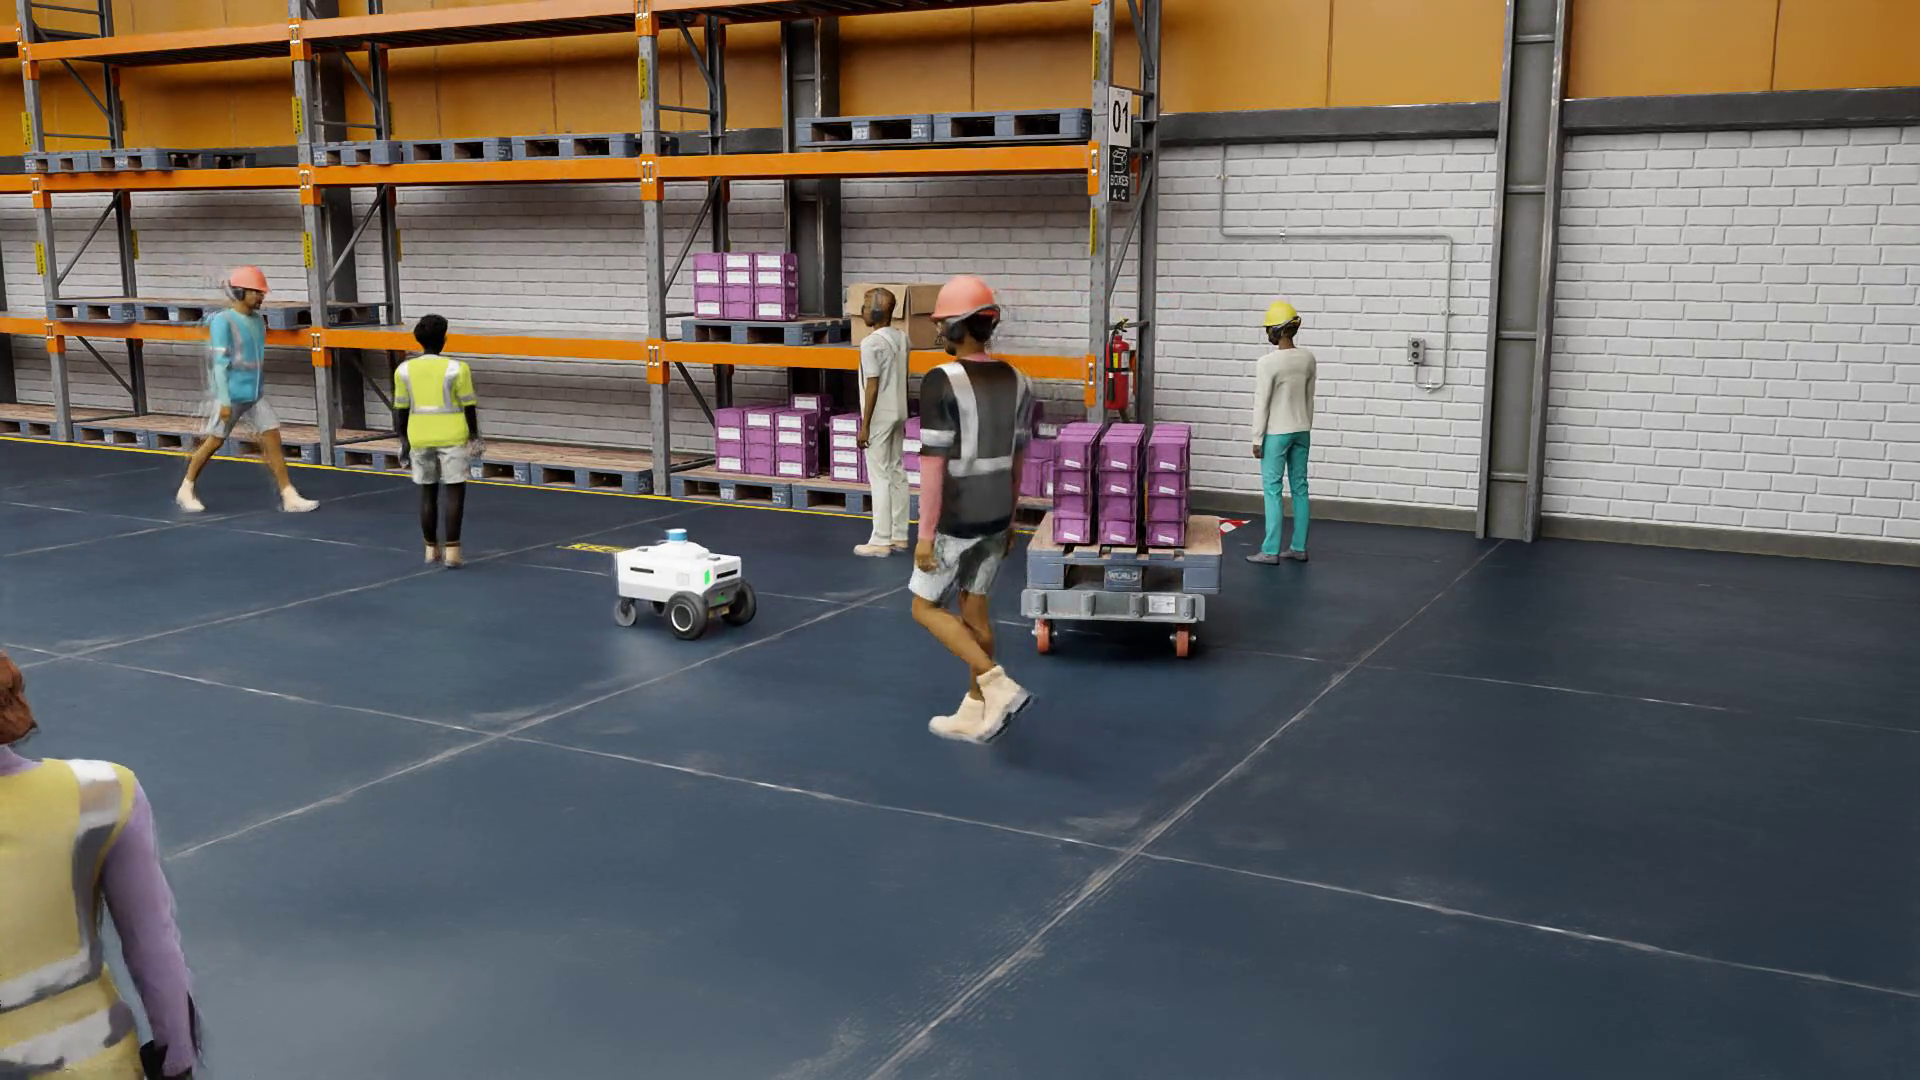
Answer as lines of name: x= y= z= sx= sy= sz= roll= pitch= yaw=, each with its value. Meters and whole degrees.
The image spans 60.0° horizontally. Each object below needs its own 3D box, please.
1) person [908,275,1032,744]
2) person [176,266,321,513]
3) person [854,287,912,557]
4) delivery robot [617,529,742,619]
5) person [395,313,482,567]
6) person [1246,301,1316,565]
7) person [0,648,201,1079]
person: x=0.062 y=-0.095 z=7.028 sx=0.542 sy=2.026 sz=0.643 roll=8 pitch=13 yaw=39
person: x=-5.739 y=-1.180 z=13.187 sx=1.173 sy=1.971 sz=0.625 roll=3 pitch=11 yaw=15
person: x=-0.532 y=-0.804 z=11.416 sx=0.332 sy=1.843 sz=0.518 roll=6 pitch=12 yaw=30
delivery robot: x=-1.572 y=0.183 z=9.290 sx=0.707 sy=0.478 sz=0.477 roll=6 pitch=12 yaw=31
person: x=-3.473 y=-0.658 z=11.065 sx=0.553 sy=1.700 sz=0.386 roll=1 pitch=10 yaw=7
person: x=2.149 y=-0.707 z=11.132 sx=0.524 sy=1.761 sz=0.338 roll=-7 pitch=12 yaw=-33
person: x=-1.571 y=0.902 z=2.742 sx=0.521 sy=1.592 sz=0.834 roll=-9 pitch=14 yaw=-42
